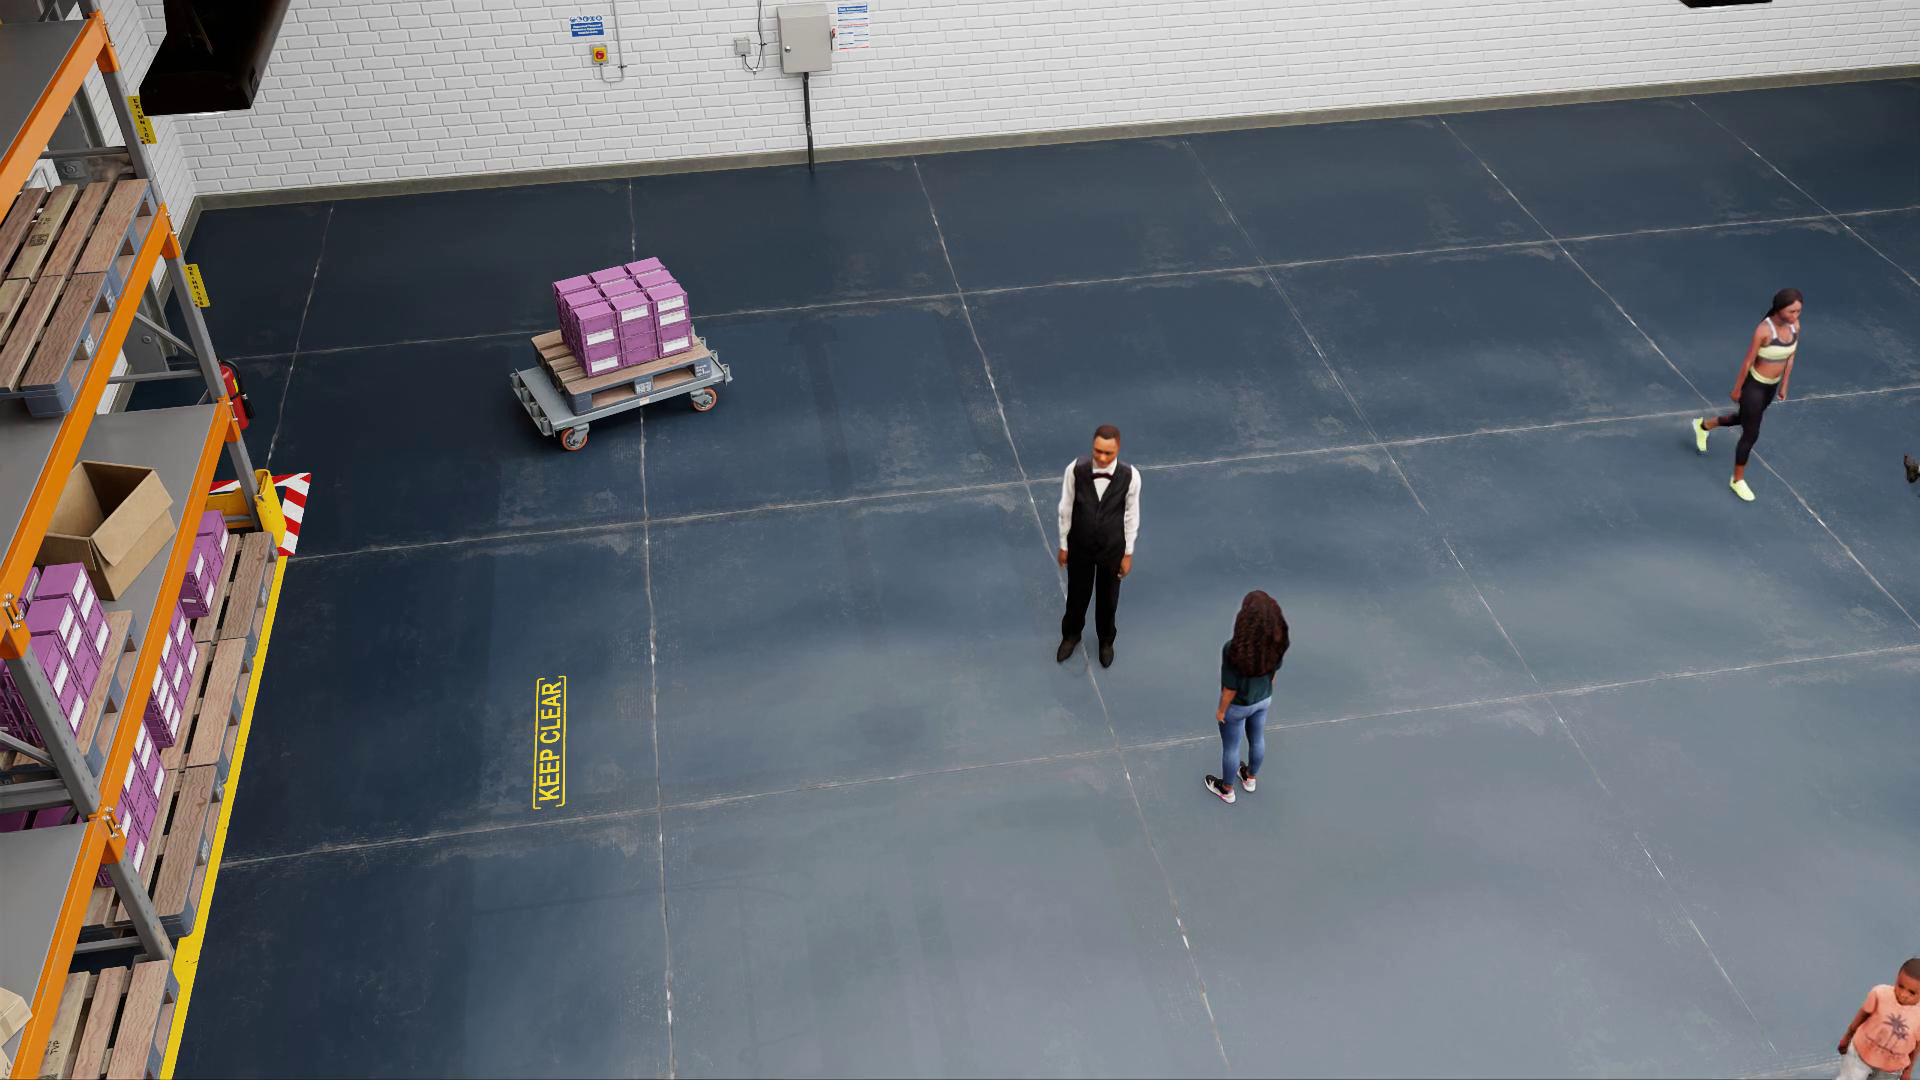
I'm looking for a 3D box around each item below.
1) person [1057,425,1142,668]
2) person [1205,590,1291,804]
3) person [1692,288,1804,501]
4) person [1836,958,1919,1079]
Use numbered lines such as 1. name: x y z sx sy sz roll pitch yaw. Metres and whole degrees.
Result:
1. person: 0.920 0.014 11.134 0.763 1.920 0.719 7 39 8
2. person: 1.756 0.962 10.188 0.672 1.617 0.687 -18 42 -21
3. person: 6.096 -1.217 12.827 0.713 1.730 1.104 -14 41 -17
4. person: 4.696 2.559 8.442 0.722 1.301 0.750 32 48 33
